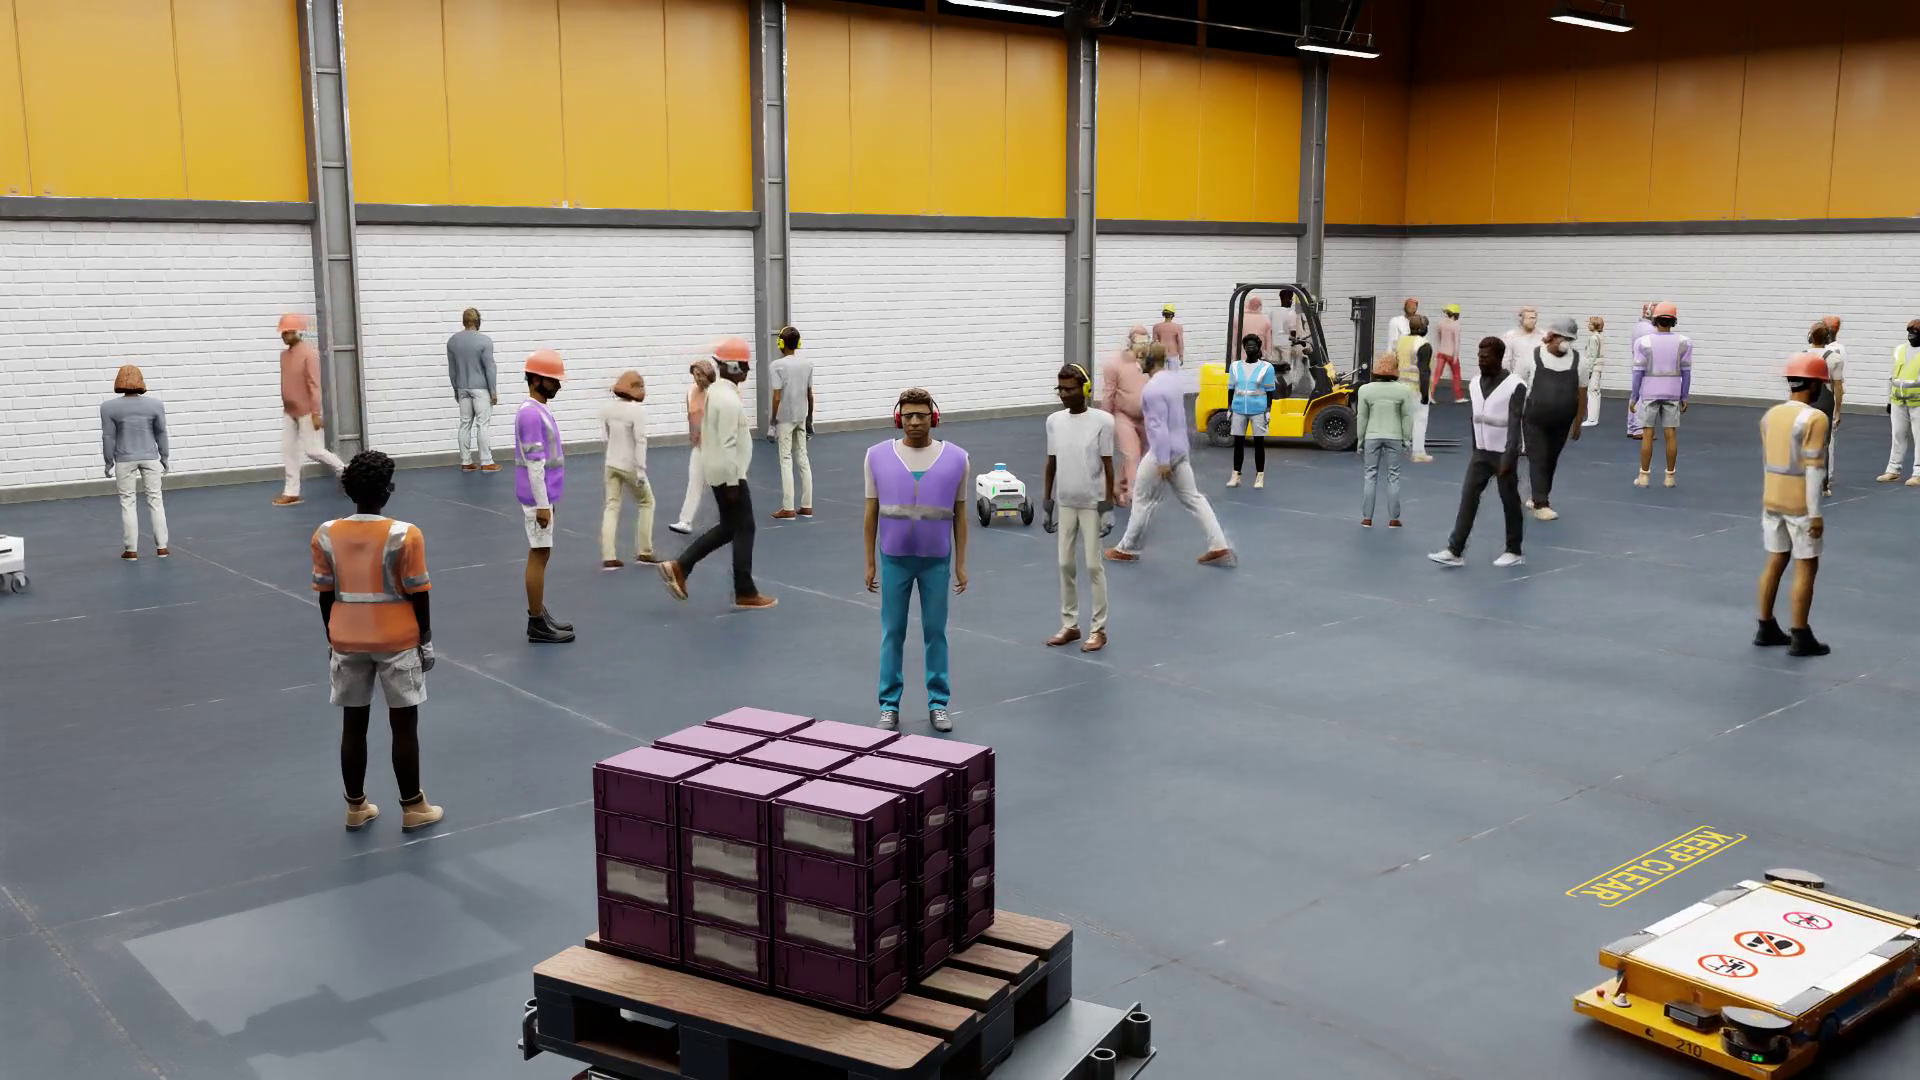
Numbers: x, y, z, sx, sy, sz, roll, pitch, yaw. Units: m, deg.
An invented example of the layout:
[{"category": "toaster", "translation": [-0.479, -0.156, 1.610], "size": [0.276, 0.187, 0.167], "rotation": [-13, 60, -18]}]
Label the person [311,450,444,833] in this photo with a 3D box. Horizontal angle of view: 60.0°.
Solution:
[{"category": "person", "translation": [-2.554, 0.452, 7.300], "size": [0.536, 1.696, 0.318], "rotation": [1, 10, 7]}]

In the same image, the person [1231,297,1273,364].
[{"category": "person", "translation": [4.692, -2.971, 26.833], "size": [0.697, 1.876, 0.508], "rotation": [1, 10, 6]}]

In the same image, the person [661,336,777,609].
[{"category": "person", "translation": [-1.723, -0.465, 11.865], "size": [0.725, 1.969, 0.627], "rotation": [-3, 10, -18]}]

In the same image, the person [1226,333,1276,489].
[{"category": "person", "translation": [3.154, -1.399, 18.128], "size": [0.540, 1.700, 0.316], "rotation": [5, 11, 26]}]

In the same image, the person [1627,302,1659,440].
[{"category": "person", "translation": [9.506, -2.338, 23.033], "size": [0.400, 1.903, 0.644], "rotation": [2, 10, 10]}]

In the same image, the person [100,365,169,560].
[{"category": "person", "translation": [-6.884, -0.646, 13.908], "size": [0.507, 1.632, 0.274], "rotation": [-7, 12, -35]}]

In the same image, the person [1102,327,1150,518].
[{"category": "person", "translation": [1.714, -1.185, 16.457], "size": [0.648, 1.853, 1.011], "rotation": [-4, 10, -20]}]

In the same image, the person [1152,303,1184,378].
[{"category": "person", "translation": [3.412, -2.997, 27.292], "size": [0.533, 1.765, 0.326], "rotation": [3, 10, 19]}]

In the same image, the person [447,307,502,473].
[{"category": "person", "translation": [-5.687, -1.749, 19.486], "size": [0.630, 1.938, 0.372], "rotation": [3, 10, 19]}]

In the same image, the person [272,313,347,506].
[{"category": "person", "translation": [-6.680, -1.344, 17.048], "size": [0.623, 1.974, 0.794], "rotation": [7, 12, 36]}]

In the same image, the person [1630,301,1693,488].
[{"category": "person", "translation": [7.653, -1.582, 18.195], "size": [0.605, 2.045, 0.377], "rotation": [2, 10, 12]}]

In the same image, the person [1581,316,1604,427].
[{"category": "person", "translation": [9.445, -2.513, 24.807], "size": [0.306, 1.645, 0.523], "rotation": [6, 11, 30]}]

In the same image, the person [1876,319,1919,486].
[{"category": "person", "translation": [10.572, -1.526, 18.457], "size": [0.430, 1.845, 0.624], "rotation": [-5, 11, -25]}]

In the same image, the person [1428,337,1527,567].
[{"category": "person", "translation": [4.250, -0.691, 13.439], "size": [0.939, 1.874, 0.612], "rotation": [-5, 11, -29]}]

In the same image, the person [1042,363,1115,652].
[{"category": "person", "translation": [0.766, -0.211, 10.734], "size": [0.530, 1.855, 0.333], "rotation": [6, 12, 33]}]

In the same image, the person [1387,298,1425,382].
[{"category": "person", "translation": [7.119, -2.904, 26.448], "size": [0.609, 1.862, 0.591], "rotation": [-1, 10, -5]}]

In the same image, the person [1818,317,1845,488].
[{"category": "person", "translation": [9.482, -1.501, 18.235], "size": [0.350, 1.876, 0.625], "rotation": [7, 12, 34]}]

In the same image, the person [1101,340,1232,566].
[{"category": "person", "translation": [1.739, -0.705, 13.625], "size": [1.098, 1.870, 0.645], "rotation": [5, 11, 27]}]

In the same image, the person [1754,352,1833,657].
[{"category": "person", "translation": [5.348, -0.235, 10.642], "size": [0.385, 1.926, 0.571], "rotation": [-2, 10, -10]}]

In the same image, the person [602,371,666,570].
[{"category": "person", "translation": [-2.675, -0.569, 13.504], "size": [0.527, 1.601, 0.636], "rotation": [7, 12, 34]}]

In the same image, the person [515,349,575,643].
[{"category": "person", "translation": [-2.734, -0.289, 10.962], "size": [0.375, 1.927, 0.543], "rotation": [-2, 10, -12]}]

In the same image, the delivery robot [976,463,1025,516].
[{"category": "delivery robot", "translation": [0.385, -0.487, 15.863], "size": [0.477, 0.478, 0.707], "rotation": [-2, 10, -12]}]

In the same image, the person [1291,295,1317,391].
[{"category": "person", "translation": [5.897, -3.225, 28.289], "size": [0.901, 1.887, 0.600], "rotation": [1, 10, 3]}]

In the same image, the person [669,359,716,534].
[{"category": "person", "translation": [-2.306, -0.835, 15.106], "size": [0.524, 1.587, 0.867], "rotation": [5, 11, 27]}]

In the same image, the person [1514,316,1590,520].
[{"category": "person", "translation": [5.754, -1.258, 16.307], "size": [0.728, 2.000, 0.977], "rotation": [0, 10, 2]}]

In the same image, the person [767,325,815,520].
[{"category": "person", "translation": [-1.636, -1.129, 16.054], "size": [0.532, 1.869, 0.311], "rotation": [-9, 13, -42]}]

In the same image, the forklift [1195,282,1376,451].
[{"category": "forklift", "translation": [4.328, -2.346, 22.227], "size": [2.313, 2.155, 1.214], "rotation": [3, 10, 16]}]

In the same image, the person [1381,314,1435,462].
[{"category": "person", "translation": [5.512, -1.856, 20.432], "size": [0.664, 1.830, 0.624], "rotation": [-3, 10, -18]}]

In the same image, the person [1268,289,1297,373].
[{"category": "person", "translation": [5.641, -3.397, 29.049], "size": [0.366, 1.963, 0.610], "rotation": [-7, 12, -37]}]

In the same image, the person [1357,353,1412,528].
[{"category": "person", "translation": [3.952, -0.921, 15.523], "size": [0.500, 1.633, 0.281], "rotation": [3, 10, 16]}]

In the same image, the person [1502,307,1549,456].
[{"category": "person", "translation": [7.200, -2.014, 21.152], "size": [0.676, 1.892, 0.428], "rotation": [-1, 10, -5]}]

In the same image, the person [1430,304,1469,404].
[{"category": "person", "translation": [8.342, -3.178, 28.467], "size": [0.894, 1.724, 0.531], "rotation": [-6, 11, -32]}]

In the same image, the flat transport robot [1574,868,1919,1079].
[{"category": "flat transport robot", "translation": [2.782, 1.442, 5.671], "size": [1.431, 0.197, 0.652], "rotation": [-8, 12, -39]}]

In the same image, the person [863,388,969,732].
[{"category": "person", "translation": [-0.232, 0.109, 8.882], "size": [0.566, 1.843, 0.389], "rotation": [-1, 10, -4]}]

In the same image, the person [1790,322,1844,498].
[{"category": "person", "translation": [8.980, -1.359, 17.471], "size": [0.508, 1.847, 0.345], "rotation": [7, 12, 36]}]

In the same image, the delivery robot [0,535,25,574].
[{"category": "delivery robot", "translation": [-7.301, 0.126, 12.274], "size": [0.477, 0.478, 0.707], "rotation": [4, 11, 22]}]
